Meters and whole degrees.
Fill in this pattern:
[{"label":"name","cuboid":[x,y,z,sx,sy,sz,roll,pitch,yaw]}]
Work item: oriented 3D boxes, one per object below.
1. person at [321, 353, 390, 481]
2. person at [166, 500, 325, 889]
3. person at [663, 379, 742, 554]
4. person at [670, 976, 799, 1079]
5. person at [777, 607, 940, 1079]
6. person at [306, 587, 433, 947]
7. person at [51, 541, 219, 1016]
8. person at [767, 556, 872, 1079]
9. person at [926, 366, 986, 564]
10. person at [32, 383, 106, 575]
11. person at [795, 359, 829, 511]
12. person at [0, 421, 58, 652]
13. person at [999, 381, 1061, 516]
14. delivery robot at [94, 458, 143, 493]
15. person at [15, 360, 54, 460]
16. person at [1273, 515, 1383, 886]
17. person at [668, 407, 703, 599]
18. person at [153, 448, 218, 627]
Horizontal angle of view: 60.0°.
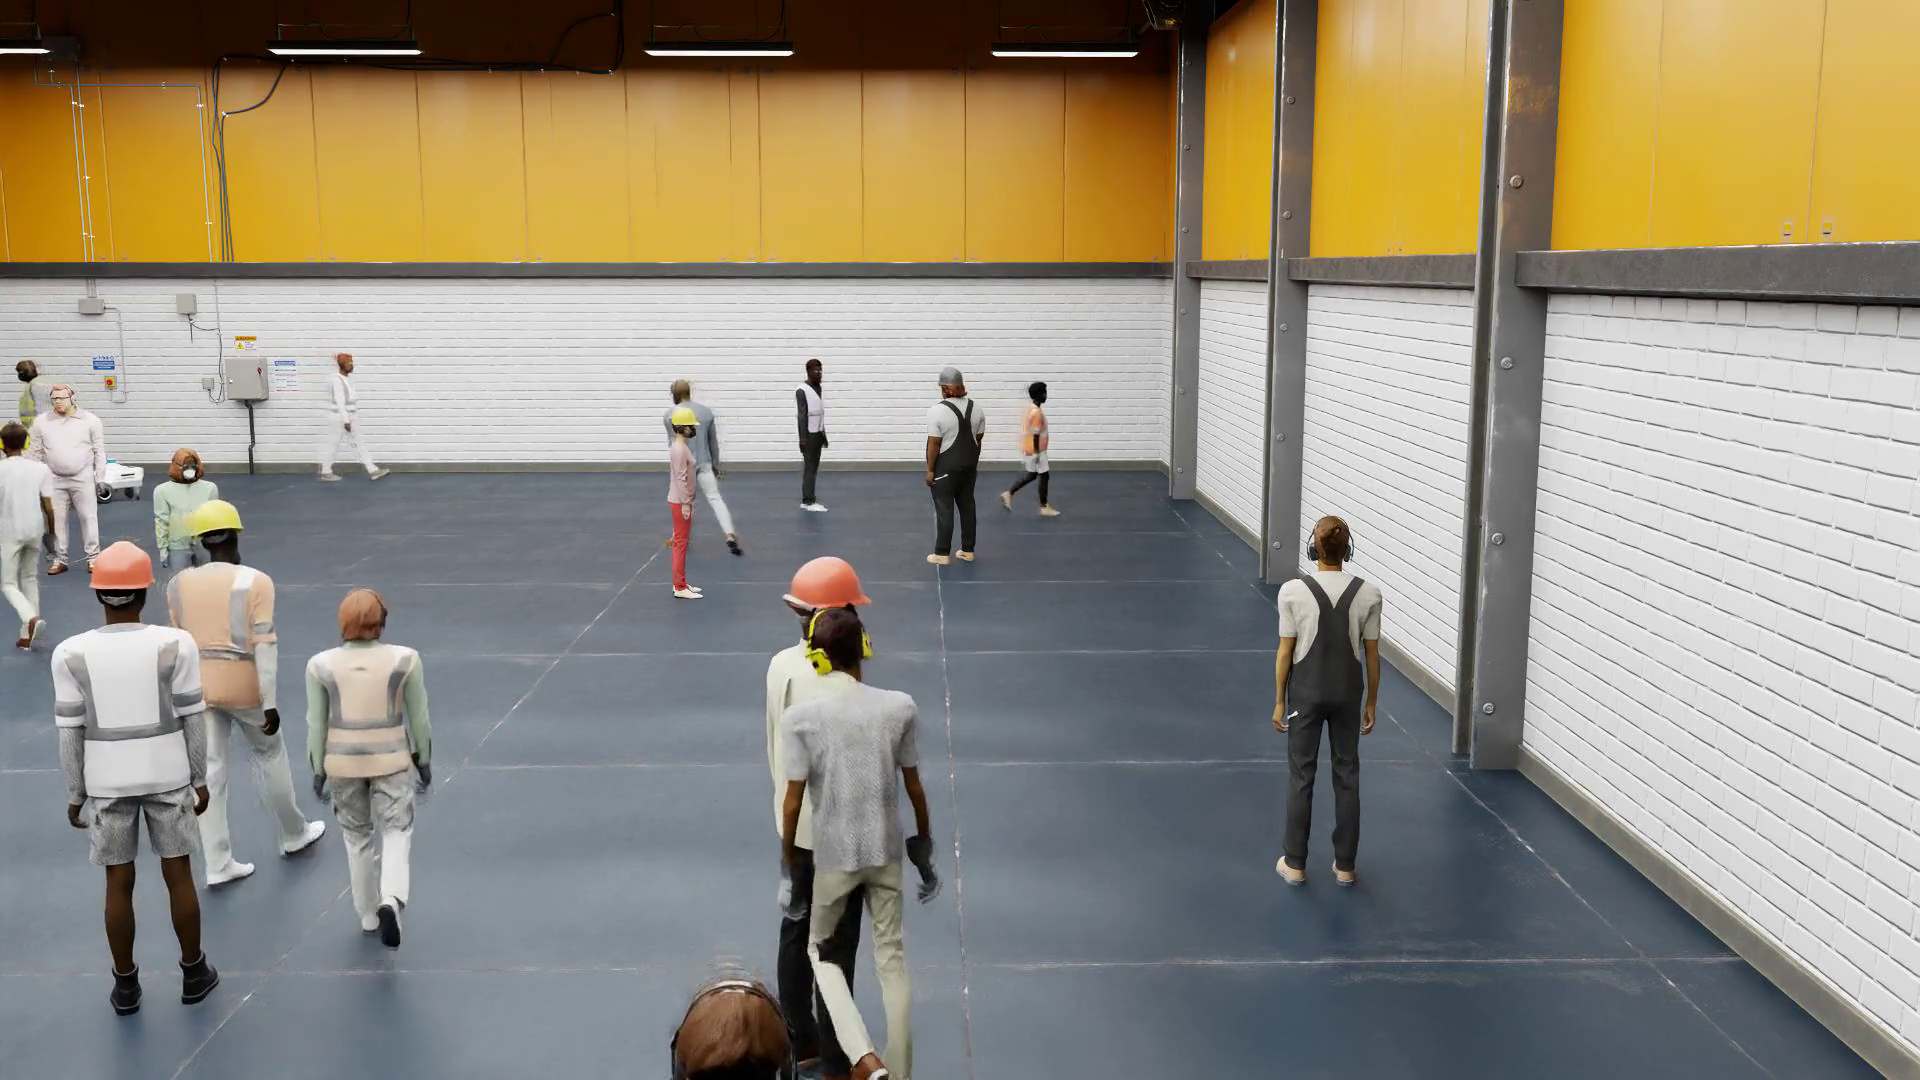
[{"label":"person","cuboid":[-8.720,-1.739,23.727,1.001,1.828,0.603,0,9,2]},{"label":"person","cuboid":[-3.613,0.738,8.370,0.613,1.880,0.906,2,9,11]},{"label":"person","cuboid":[-2.778,-0.776,17.731,0.666,1.881,1.061,-8,12,-41]},{"label":"person","cuboid":[-0.418,1.641,3.121,0.636,1.803,0.961,0,9,-2]},{"label":"person","cuboid":[-0.358,1.155,5.960,0.626,1.844,0.456,-3,10,-16]},{"label":"person","cuboid":[-2.626,1.030,7.410,0.530,1.618,0.616,-2,10,-15]},{"label":"person","cuboid":[-3.359,0.969,6.797,0.545,1.939,0.373,-3,10,-19]},{"label":"person","cuboid":[-0.490,1.049,6.133,0.376,1.996,0.608,-6,11,-34]},{"label":"person","cuboid":[-0.109,-0.775,17.178,0.681,2.000,0.537,-7,12,-37]},{"label":"person","cuboid":[-8.850,-0.603,16.532,0.651,1.906,0.401,-3,10,-16]},{"label":"person","cuboid":[-1.823,-1.315,20.934,0.530,1.910,0.616,3,10,20]},{"label":"person","cuboid":[-7.360,-0.007,13.051,0.679,1.849,0.545,8,12,41]},{"label":"person","cuboid":[0.866,-1.111,20.353,0.686,1.673,0.537,-1,9,-8]},{"label":"delivery robot","cuboid":[-11.077,-0.823,21.730,0.477,0.478,0.707,7,11,36]},{"label":"person","cuboid":[-12.387,-1.494,22.271,0.555,1.813,0.669,-5,11,-30]},{"label":"person","cuboid":[1.800,0.795,8.180,0.509,1.841,0.337,0,9,2]},{"label":"person","cuboid":[-2.541,-0.344,15.374,0.315,1.769,0.525,-2,9,-10]},{"label":"person","cuboid":[-6.100,0.080,13.182,0.289,1.632,0.498,9,13,44]}]
